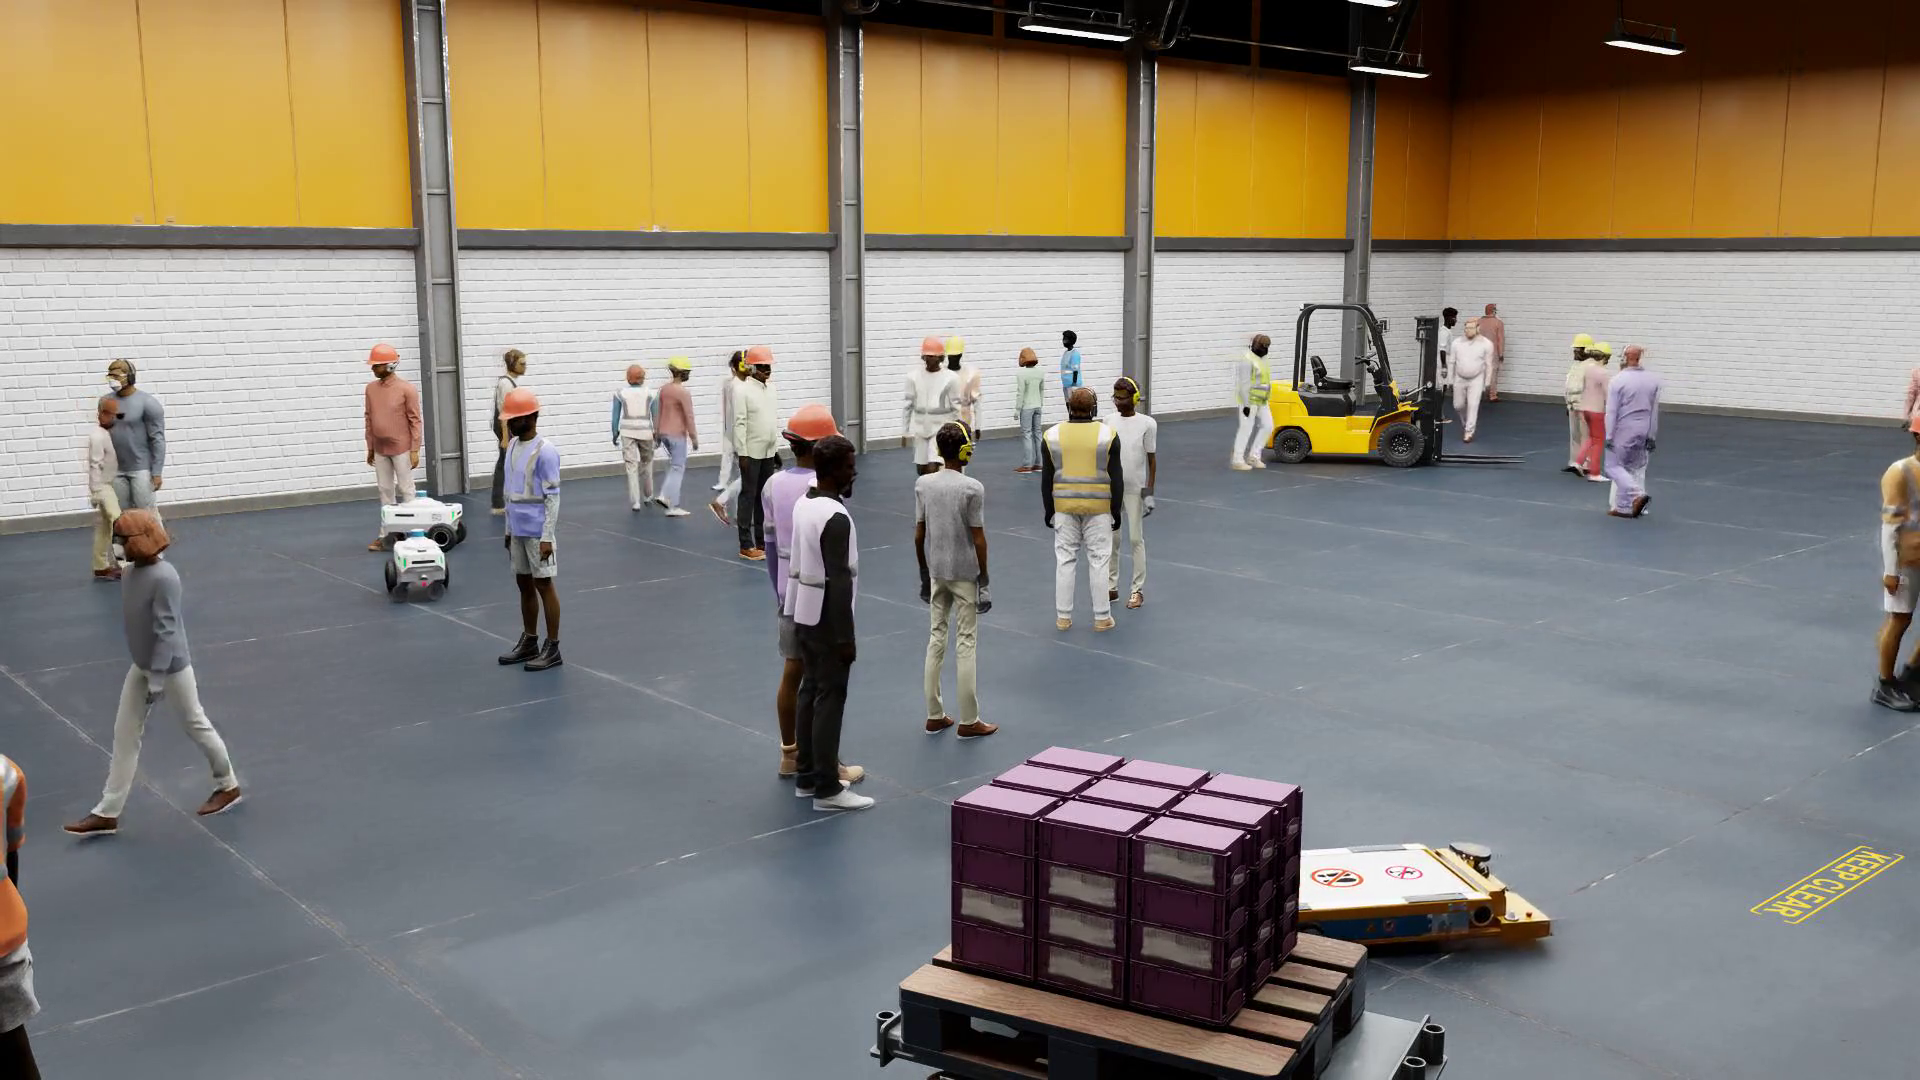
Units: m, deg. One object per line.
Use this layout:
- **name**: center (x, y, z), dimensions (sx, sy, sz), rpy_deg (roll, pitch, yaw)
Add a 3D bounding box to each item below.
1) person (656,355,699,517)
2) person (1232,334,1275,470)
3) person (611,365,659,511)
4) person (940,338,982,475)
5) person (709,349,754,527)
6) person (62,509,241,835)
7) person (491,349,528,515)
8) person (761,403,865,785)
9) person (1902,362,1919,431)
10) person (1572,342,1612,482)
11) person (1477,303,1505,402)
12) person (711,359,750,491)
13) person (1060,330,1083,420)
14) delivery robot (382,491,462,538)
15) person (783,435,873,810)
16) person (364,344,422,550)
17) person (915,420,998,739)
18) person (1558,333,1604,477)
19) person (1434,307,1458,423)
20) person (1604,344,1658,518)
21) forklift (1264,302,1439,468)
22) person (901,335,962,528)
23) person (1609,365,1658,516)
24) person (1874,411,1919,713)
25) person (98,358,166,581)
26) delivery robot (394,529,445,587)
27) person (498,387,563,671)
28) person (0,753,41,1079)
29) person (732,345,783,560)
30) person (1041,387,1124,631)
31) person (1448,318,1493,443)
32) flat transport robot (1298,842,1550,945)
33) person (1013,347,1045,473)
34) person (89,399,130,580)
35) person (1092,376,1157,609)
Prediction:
- **person**: center (-3.070, -1.126, 18.035), dimensions (0.430, 1.743, 0.585), rpy_deg (-9, 13, -43)
- **person**: center (3.876, -1.804, 21.870), dimensions (0.579, 1.793, 0.677), rpy_deg (7, 12, 36)
- **person**: center (-3.618, -1.152, 18.592), dimensions (0.536, 1.597, 0.818), rpy_deg (-2, 10, -11)
- **person**: center (-0.065, -1.332, 18.836), dimensions (0.613, 1.875, 0.988), rpy_deg (0, 10, 2)
- **person**: center (-2.297, -1.037, 17.185), dimensions (0.470, 1.856, 0.527), rpy_deg (-1, 10, -6)
- **person**: center (-3.967, 0.638, 8.164), dimensions (0.516, 1.586, 0.851), rpy_deg (7, 12, 34)
- **person**: center (-4.839, -1.136, 17.963), dimensions (0.645, 1.814, 0.526), rpy_deg (-2, 10, -11)
- **person**: center (-0.781, 0.294, 8.850), dimensions (0.378, 2.045, 0.605), rpy_deg (-9, 13, -44)
- **person**: center (11.382, -1.439, 19.431), dimensions (0.431, 1.890, 0.678), rpy_deg (-8, 12, -38)
- **person**: center (7.962, -1.594, 20.766), dimensions (0.343, 1.753, 0.552), rpy_deg (-1, 10, -9)
- **person**: center (10.213, -3.608, 32.098), dimensions (0.403, 1.911, 0.637), rpy_deg (-9, 13, -44)
- **person**: center (-2.683, -1.365, 19.815), dimensions (0.546, 1.612, 0.705), rpy_deg (5, 11, 29)
- **person**: center (1.700, -2.369, 25.484), dimensions (0.321, 1.691, 0.537), rpy_deg (-3, 10, -15)
- **delivery robot**: center (-5.174, -0.232, 15.994), dimensions (0.707, 0.478, 0.477), rpy_deg (0, 9, -3)
- **person**: center (-0.693, 0.420, 8.494), dimensions (0.373, 1.914, 0.597), rpy_deg (-4, 11, -23)
- **person**: center (-5.412, -0.872, 15.839), dimensions (0.614, 1.988, 0.395), rpy_deg (4, 10, 22)
- **person**: center (-0.026, 0.231, 9.733), dimensions (0.509, 1.872, 0.329), rpy_deg (7, 12, 34)
- **person**: center (7.947, -1.723, 21.284), dimensions (0.404, 1.829, 0.600), rpy_deg (-2, 10, -12)
- **person**: center (8.234, -2.974, 28.253), dimensions (0.394, 1.956, 0.618), rpy_deg (3, 10, 18)
- **person**: center (7.158, -1.138, 17.715), dimensions (0.652, 1.890, 0.621), rpy_deg (-4, 11, -23)
- **forklift**: center (5.320, -2.157, 22.763), dimensions (2.313, 2.155, 1.214), rpy_deg (3, 10, 16)
- **person**: center (-0.270, -1.152, 17.449), dimensions (0.661, 2.001, 0.856), rpy_deg (3, 10, 18)
- **person**: center (7.306, -1.082, 18.098), dimensions (0.523, 1.636, 0.310), rpy_deg (7, 12, 36)
- **person**: center (5.901, 0.125, 10.205), dimensions (0.580, 1.917, 0.473), rpy_deg (-3, 10, -19)
- **person**: center (-7.170, -0.601, 14.399), dimensions (0.627, 1.941, 0.373), rpy_deg (2, 10, 13)
- **delivery robot**: center (-4.478, 0.153, 13.760), dimensions (0.477, 0.478, 0.707), rpy_deg (-4, 11, -24)
- **person**: center (-2.946, -0.074, 11.337), dimensions (0.543, 1.933, 0.363), rpy_deg (9, 13, 41)
- **person**: center (-2.855, 1.174, 4.718), dimensions (0.319, 1.697, 0.533), rpy_deg (2, 10, 9)
- **person**: center (-1.874, -0.820, 15.519), dimensions (0.380, 1.996, 0.608), rpy_deg (5, 11, 29)
- **person**: center (0.924, -0.229, 12.509), dimensions (0.621, 1.845, 0.429), rpy_deg (2, 10, 13)
- **person**: center (7.775, -2.439, 25.339), dimensions (0.650, 1.887, 0.736), rpy_deg (6, 11, 31)
- **flat transport robot**: center (1.653, 1.499, 6.980), dimensions (1.431, 0.197, 0.652), rpy_deg (-2, 10, -9)
- **person**: center (0.901, -1.689, 21.664), dimensions (0.499, 1.633, 0.278), rpy_deg (-9, 13, -44)
- **person**: center (-7.345, -0.429, 14.416), dimensions (0.585, 1.586, 0.501), rpy_deg (0, 10, 3)
- **person**: center (1.325, -0.381, 13.336), dimensions (0.521, 1.865, 0.328), rpy_deg (6, 11, 32)
